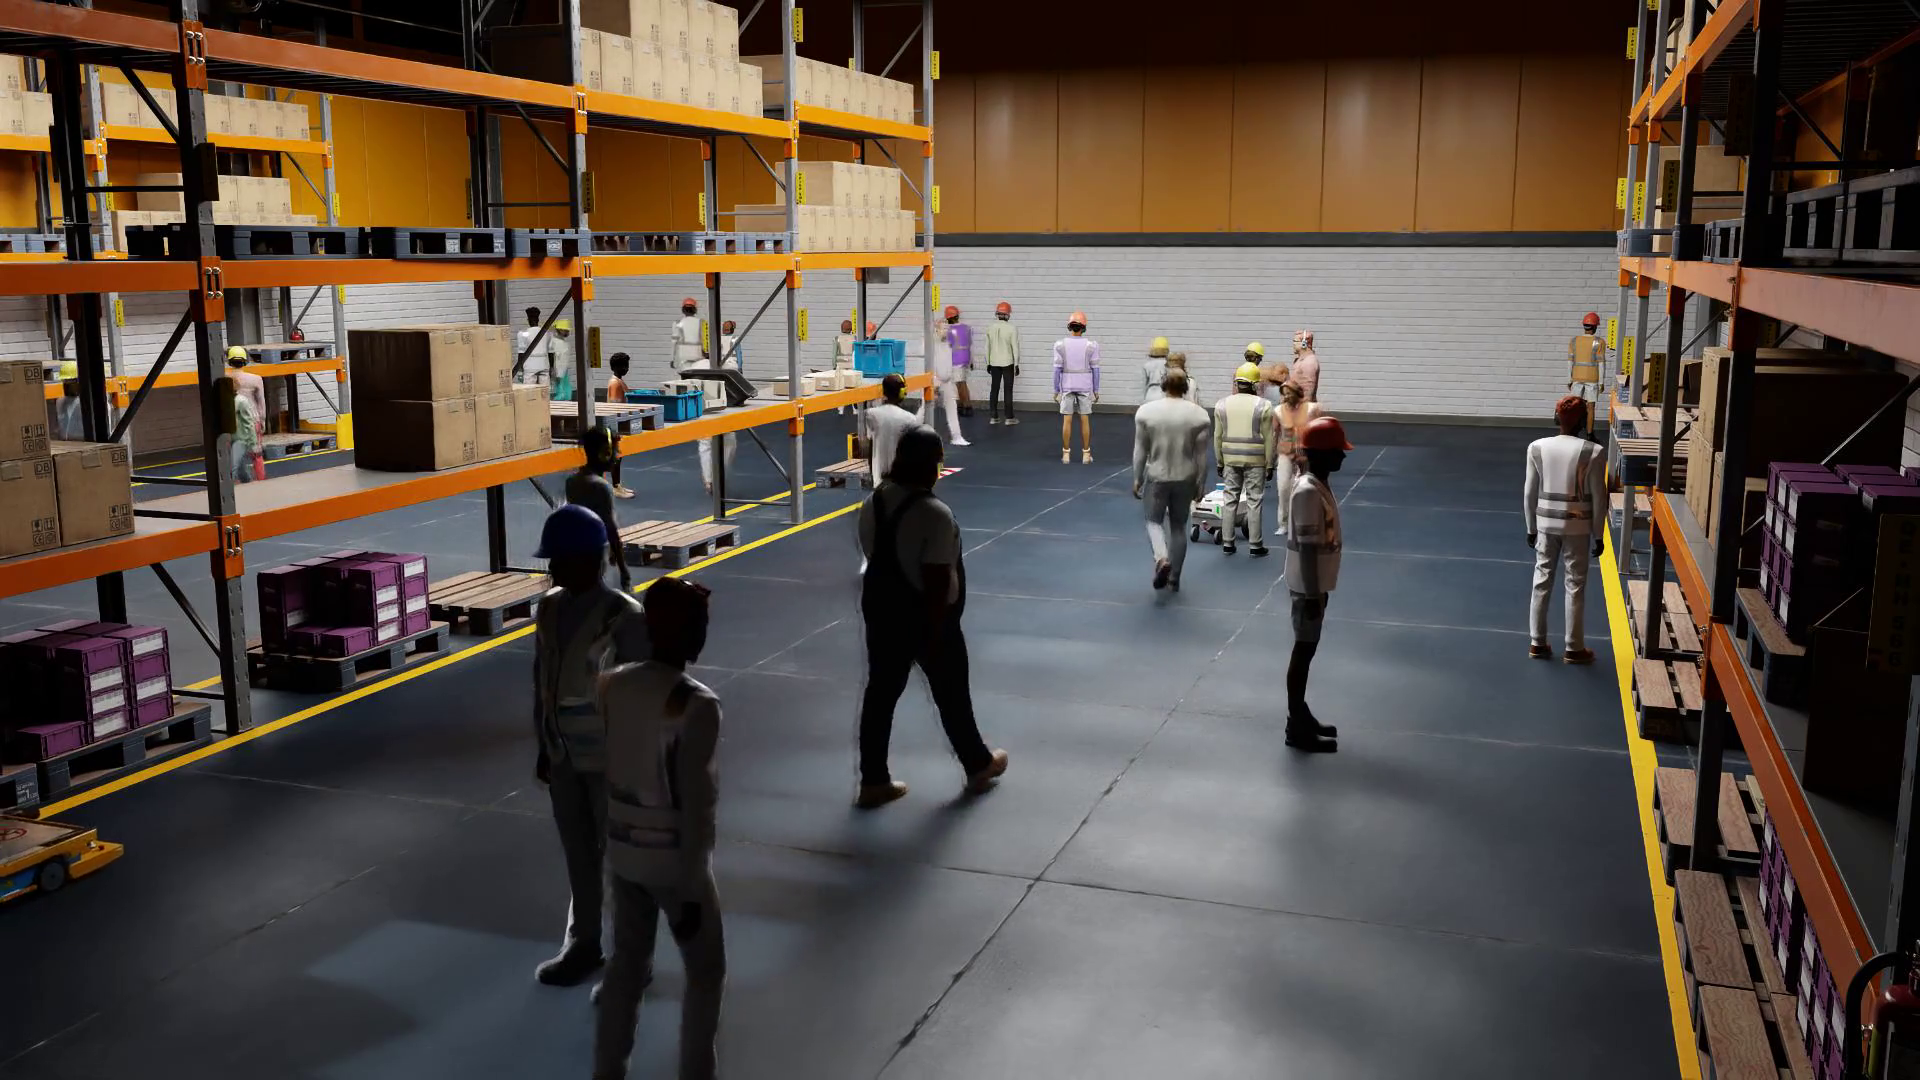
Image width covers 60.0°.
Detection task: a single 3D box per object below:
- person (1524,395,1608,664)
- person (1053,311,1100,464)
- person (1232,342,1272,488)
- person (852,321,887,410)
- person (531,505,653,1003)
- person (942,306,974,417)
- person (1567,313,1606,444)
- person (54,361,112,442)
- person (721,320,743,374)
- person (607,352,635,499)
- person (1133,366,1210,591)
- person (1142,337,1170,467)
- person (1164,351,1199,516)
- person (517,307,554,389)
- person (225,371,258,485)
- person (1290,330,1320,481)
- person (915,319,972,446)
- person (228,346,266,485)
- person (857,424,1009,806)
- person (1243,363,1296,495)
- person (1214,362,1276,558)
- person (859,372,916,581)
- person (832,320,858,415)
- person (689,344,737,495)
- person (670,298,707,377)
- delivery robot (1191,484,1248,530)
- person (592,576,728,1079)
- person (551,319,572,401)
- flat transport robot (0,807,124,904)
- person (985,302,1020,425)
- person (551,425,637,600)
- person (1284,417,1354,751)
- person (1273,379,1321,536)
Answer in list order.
[{"bbox_3d":[4.244,-0.071,11.668,0.574,1.883,0.355,9,13,41],"label":"person"},{"bbox_3d":[1.559,-2.038,22.289,0.616,2.041,0.382,1,10,7],"label":"person"},{"bbox_3d":[3.528,-1.497,20.034,0.523,1.766,0.315,7,12,34],"label":"person"},{"bbox_3d":[-1.179,-1.908,21.889,0.540,1.929,0.383,3,11,18],"label":"person"},{"bbox_3d":[-1.439,0.820,6.464,0.614,1.944,0.403,8,13,36],"label":"person"},{"bbox_3d":[-0.053,-3.046,28.388,0.704,1.891,0.578,9,13,40],"label":"person"},{"bbox_3d":[9.207,-2.365,24.428,0.552,1.935,0.369,9,14,42],"label":"person"},{"bbox_3d":[-8.515,-0.833,16.136,0.612,1.813,0.423,3,11,16],"label":"person"},{"bbox_3d":[-3.928,-2.924,28.418,0.514,1.641,0.307,6,12,32],"label":"person"},{"bbox_3d":[-3.945,-1.327,19.276,0.319,1.693,0.532,-2,10,-10],"label":"person"},{"bbox_3d":[1.775,-0.493,13.932,0.641,1.919,0.568,0,10,1],"label":"person"},{"bbox_3d":[2.677,-1.847,22.153,0.511,1.694,0.877,7,12,33],"label":"person"},{"bbox_3d":[2.413,-1.135,17.920,0.606,1.796,0.520,-2,10,-10],"label":"person"},{"bbox_3d":[-6.687,-2.694,26.230,0.601,1.958,0.373,-8,13,-39],"label":"person"},{"bbox_3d":[-7.778,-0.991,17.659,0.527,1.593,0.842,6,12,31],"label":"person"},{"bbox_3d":[4.107,-1.570,20.036,0.407,1.910,0.638,2,10,8],"label":"person"},{"bbox_3d":[-0.349,-2.302,24.307,0.991,1.862,0.642,7,12,34],"label":"person"},{"bbox_3d":[-8.294,-1.354,19.222,0.522,1.768,0.312,-7,12,-33],"label":"person"},{"bbox_3d":[-0.179,0.356,8.815,0.693,2.000,0.963,9,13,41],"label":"person"},{"bbox_3d":[3.618,-1.224,18.974,0.776,1.596,0.518,-2,10,-12],"label":"person"},{"bbox_3d":[2.680,-0.747,15.611,0.591,1.833,0.403,6,11,28],"label":"person"},{"bbox_3d":[-0.624,-0.554,14.530,0.513,1.835,0.942,3,11,18],"label":"person"},{"bbox_3d":[-1.939,-2.959,28.613,0.523,1.638,0.311,0,10,1],"label":"person"},{"bbox_3d":[-2.885,-1.441,19.538,0.655,1.825,0.481,3,11,17],"label":"person"},{"bbox_3d":[-4.668,-3.157,28.661,0.655,2.008,0.665,-3,10,-15],"label":"person"},{"bbox_3d":[2.592,-0.317,16.525,0.477,0.478,0.707,8,13,37],"label":"delivery robot"},{"bbox_3d":[-1.008,1.055,5.395,0.598,1.872,0.513,8,13,37],"label":"person"},{"bbox_3d":[-6.441,-2.674,26.689,0.534,1.747,0.524,2,10,10],"label":"person"},{"bbox_3d":[-4.505,1.508,7.312,0.652,0.197,1.431,4,11,19],"label":"flat transport robot"},{"bbox_3d":[0.705,-2.884,27.188,0.624,1.993,0.385,6,12,30],"label":"person"},{"bbox_3d":[-2.216,0.205,10.291,0.936,1.813,0.658,-8,13,-38],"label":"person"},{"bbox_3d":[2.083,0.246,9.721,0.364,1.939,0.542,3,10,16],"label":"person"},{"bbox_3d":[3.445,-0.871,16.991,0.548,1.594,0.758,3,10,14],"label":"person"}]
